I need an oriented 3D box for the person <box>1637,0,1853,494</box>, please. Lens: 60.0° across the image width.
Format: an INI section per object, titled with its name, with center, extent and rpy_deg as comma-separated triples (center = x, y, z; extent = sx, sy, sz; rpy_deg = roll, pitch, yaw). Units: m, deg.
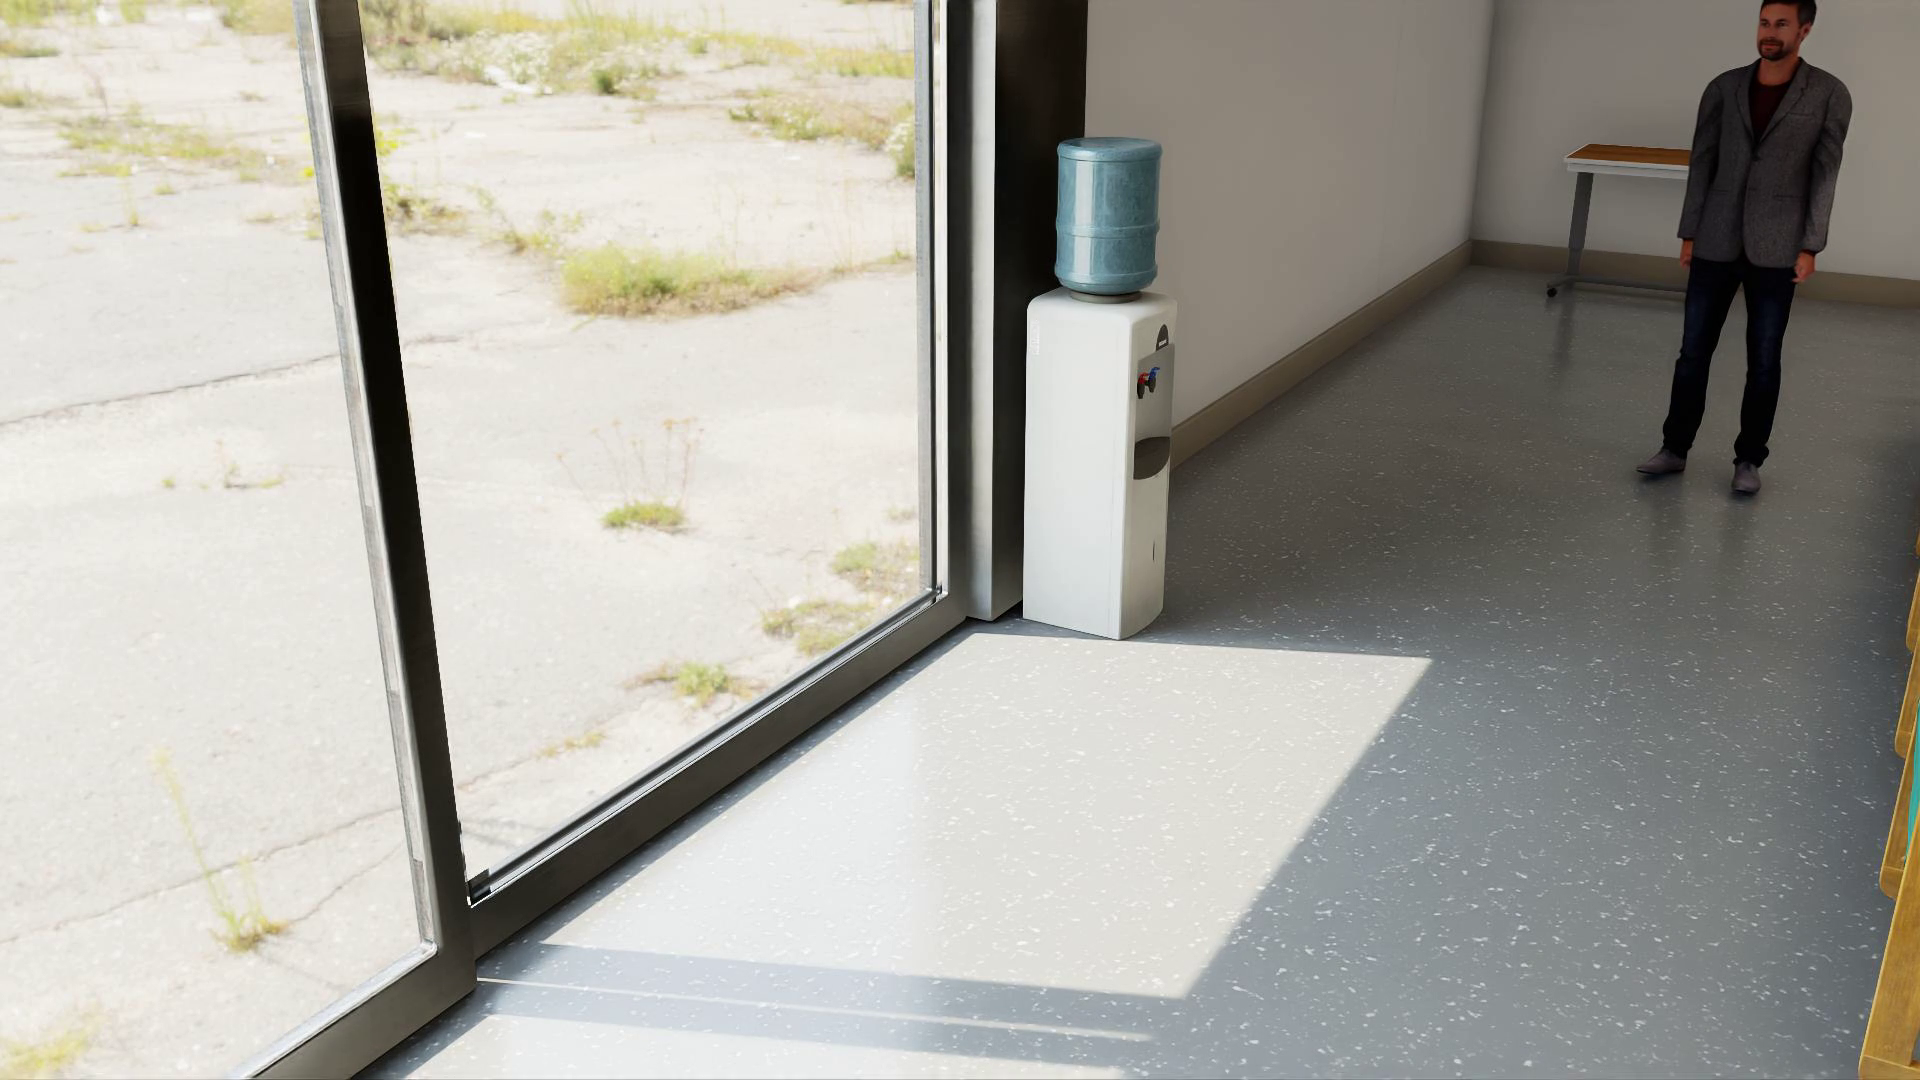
[person]
center = 2.983, -1.118, 6.298
extent = 0.573, 1.873, 0.773
rpy_deg = 15, 26, 35
